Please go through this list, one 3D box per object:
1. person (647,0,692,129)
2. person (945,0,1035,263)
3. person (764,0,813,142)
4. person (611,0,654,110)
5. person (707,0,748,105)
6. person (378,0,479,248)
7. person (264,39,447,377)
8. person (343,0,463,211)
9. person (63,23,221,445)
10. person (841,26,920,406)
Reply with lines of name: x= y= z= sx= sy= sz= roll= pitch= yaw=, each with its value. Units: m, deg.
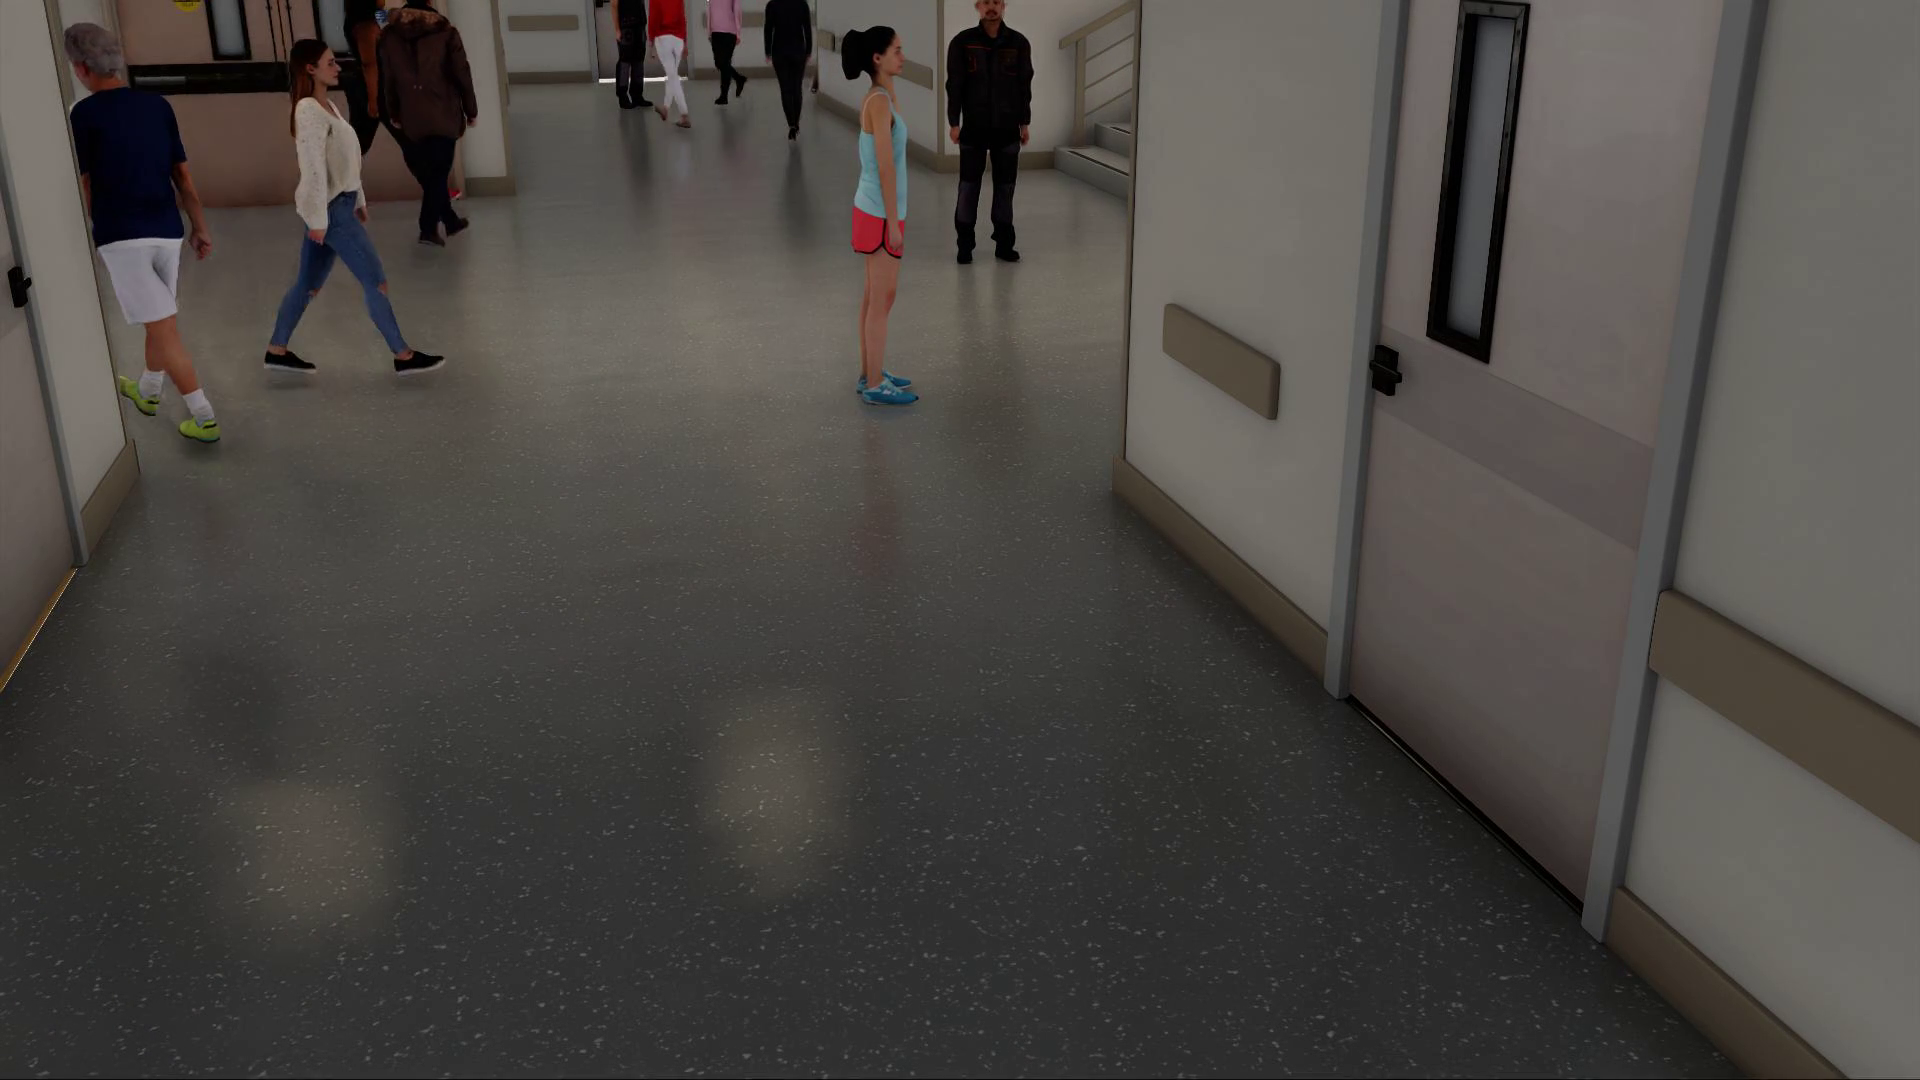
person: x=-3.103 y=-5.298 z=18.027 sx=1.064 sy=1.656 sz=0.913 roll=-16 pitch=26 yaw=-36
person: x=0.193 y=-2.830 z=11.223 sx=0.565 sy=1.860 sz=0.838 roll=-4 pitch=21 yaw=-9
person: x=-1.749 y=-4.939 z=17.070 sx=0.842 sy=1.662 sz=0.726 roll=-4 pitch=21 yaw=-11
person: x=-3.989 y=-6.161 z=20.034 sx=0.801 sy=1.848 sz=0.723 roll=14 pitch=25 yaw=33
person: x=-2.839 y=-6.210 z=20.429 sx=0.990 sy=1.659 sz=1.038 roll=11 pitch=23 yaw=26
person: x=-3.691 y=-2.904 z=11.504 sx=1.251 sy=1.799 sz=1.129 roll=3 pitch=21 yaw=8
person: x=-3.185 y=-1.570 z=8.192 sx=1.096 sy=1.650 sz=0.632 roll=-4 pitch=21 yaw=-12
person: x=-4.605 y=-3.382 z=12.821 sx=1.288 sy=1.761 sz=0.946 roll=-14 pitch=25 yaw=-32
person: x=-3.513 y=-1.278 z=7.237 sx=1.176 sy=1.781 sz=1.125 roll=12 pitch=24 yaw=29
person: x=-0.370 y=-1.541 z=7.954 sx=0.584 sy=1.764 sz=0.620 roll=-3 pitch=21 yaw=-7
